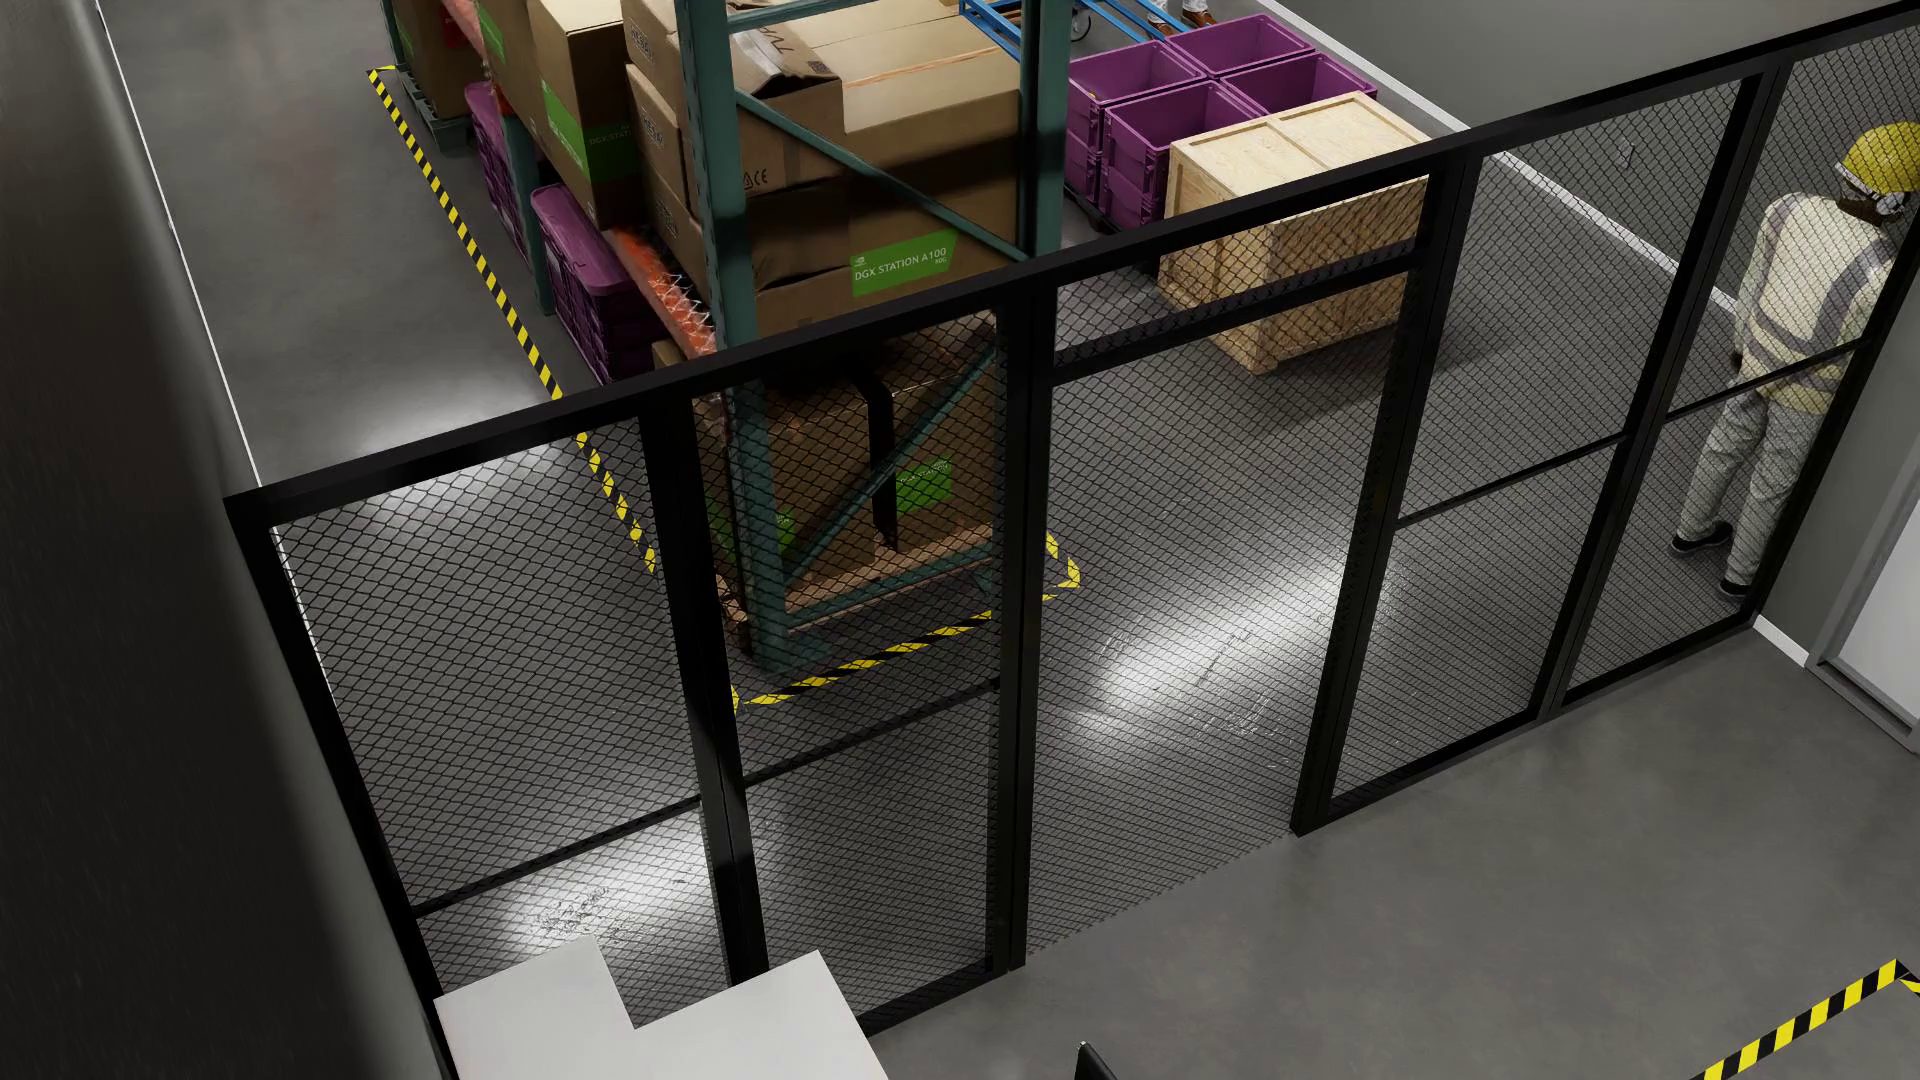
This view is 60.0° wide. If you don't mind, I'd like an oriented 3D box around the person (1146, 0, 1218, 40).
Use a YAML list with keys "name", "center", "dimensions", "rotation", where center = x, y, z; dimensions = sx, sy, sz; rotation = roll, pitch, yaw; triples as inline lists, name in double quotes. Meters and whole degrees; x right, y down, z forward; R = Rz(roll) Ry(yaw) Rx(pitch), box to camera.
- name: "person"
  center: [1.278, -3.628, 8.917]
  dimensions: [0.628, 1.937, 0.373]
  rotation: [-21, 47, -22]

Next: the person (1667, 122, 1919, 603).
- name: "person"
  center: [2.859, -0.576, 5.652]
  dimensions: [0.403, 1.835, 0.588]
  rotation: [-14, 44, -15]
